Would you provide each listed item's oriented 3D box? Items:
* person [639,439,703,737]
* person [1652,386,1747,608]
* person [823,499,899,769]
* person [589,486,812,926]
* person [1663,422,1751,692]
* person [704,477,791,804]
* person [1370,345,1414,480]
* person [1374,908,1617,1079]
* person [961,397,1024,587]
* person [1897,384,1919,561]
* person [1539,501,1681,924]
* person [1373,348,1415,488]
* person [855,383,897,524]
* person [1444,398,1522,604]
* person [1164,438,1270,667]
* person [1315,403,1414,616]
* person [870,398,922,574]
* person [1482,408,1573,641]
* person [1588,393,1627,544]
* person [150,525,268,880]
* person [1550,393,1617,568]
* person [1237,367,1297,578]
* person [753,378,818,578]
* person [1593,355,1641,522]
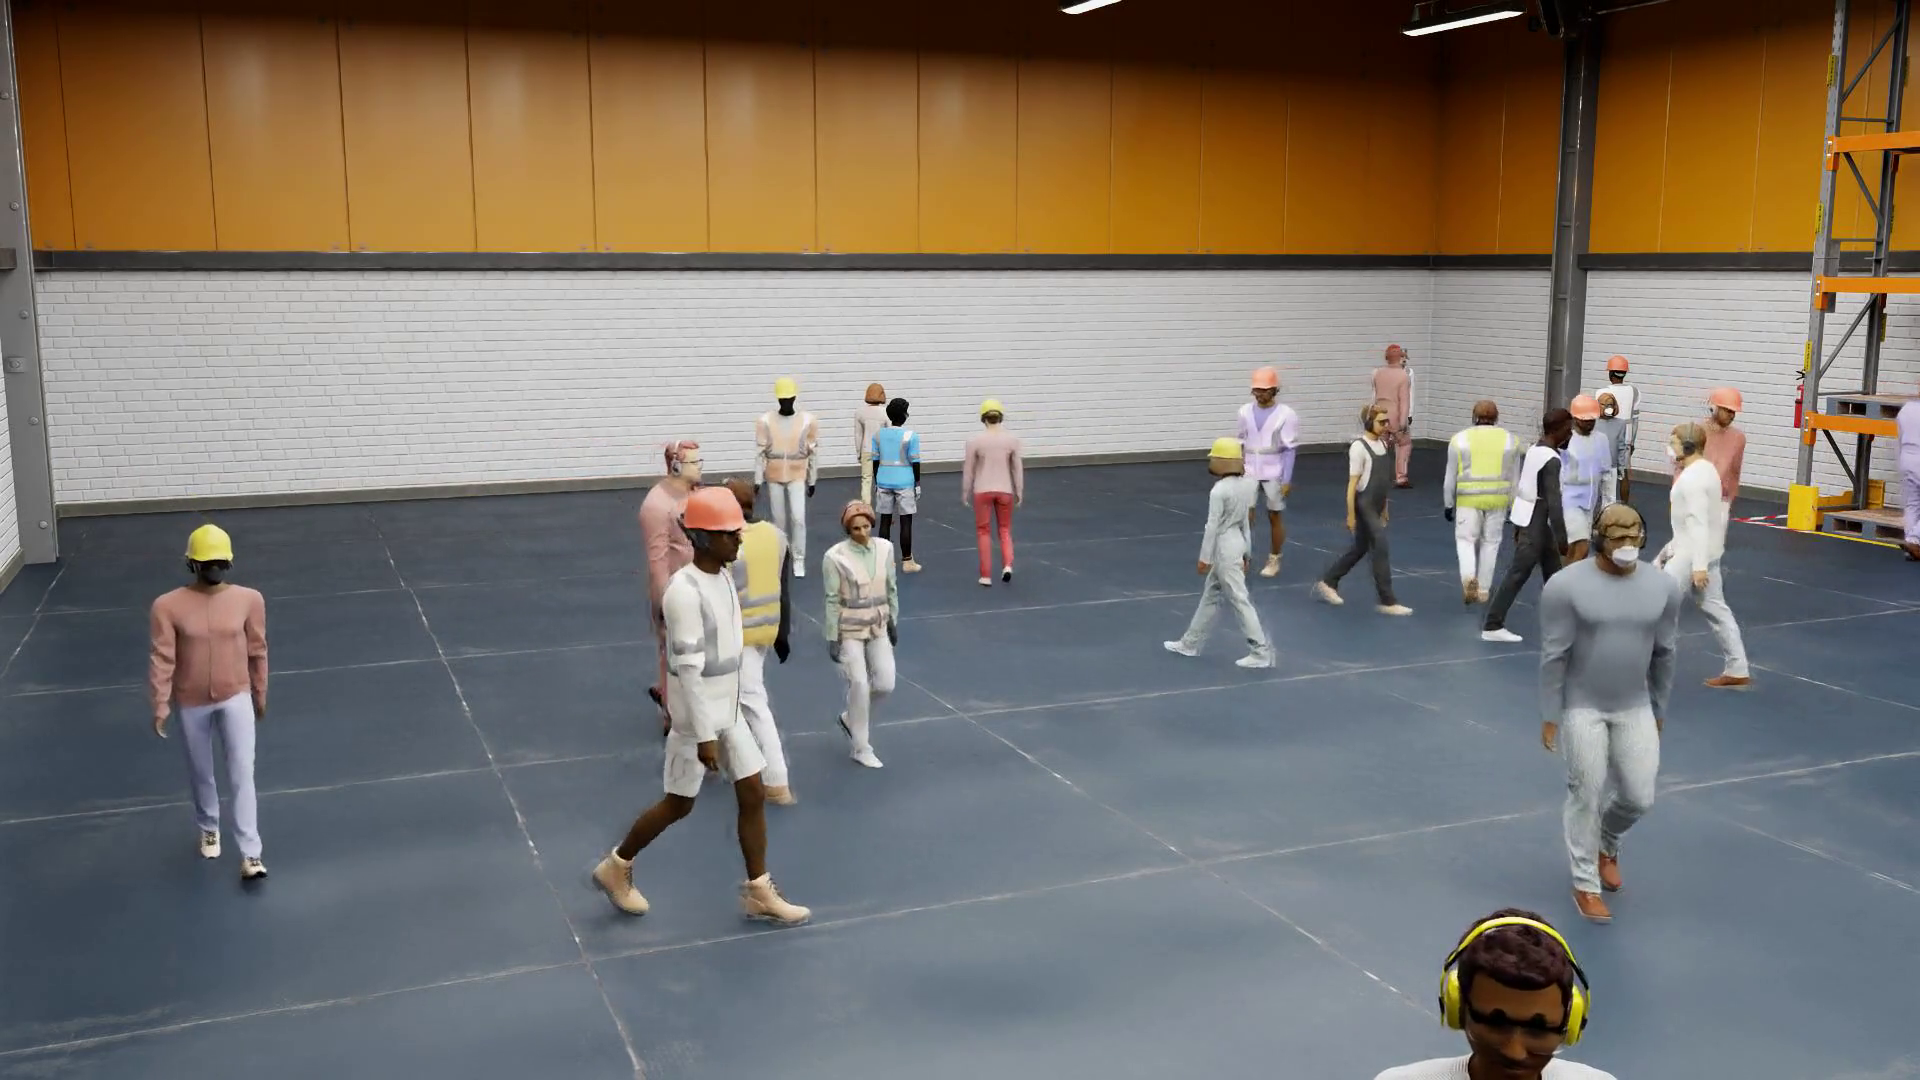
[{"bbox_3d":[-1.753,0.312,10.387,0.468,1.898,0.641,4,10,22],"label":"person"},{"bbox_3d":[6.395,-0.376,14.407,0.638,1.960,0.795,-1,9,-5],"label":"person"},{"bbox_3d":[-0.607,0.546,9.837,0.531,1.618,0.441,-8,12,-39],"label":"person"},{"bbox_3d":[-1.201,0.748,7.444,0.979,2.010,0.612,3,10,16],"label":"person"},{"bbox_3d":[5.071,0.114,11.632,1.041,1.877,0.667,6,11,32],"label":"person"},{"bbox_3d":[-1.297,0.544,9.300,0.991,1.785,0.631,6,11,33],"label":"person"},{"bbox_3d":[5.936,-1.743,22.879,0.582,1.882,0.337,2,10,9],"label":"person"},{"bbox_3d":[0.946,1.548,2.993,0.532,1.864,0.312,0,9,-3],"label":"person"},{"bbox_3d":[0.298,-0.441,15.400,0.558,1.750,0.384,-2,10,-14],"label":"person"},{"bbox_3d":[9.610,-0.710,16.560,0.436,1.895,0.673,-1,9,-9],"label":"person"},{"bbox_3d":[2.927,0.765,7.568,0.633,1.920,0.483,0,9,2],"label":"person"},{"bbox_3d":[5.779,-1.604,22.061,0.707,1.881,0.678,-6,11,-32],"label":"person"},{"bbox_3d":[-0.952,-0.981,19.036,0.522,1.627,0.376,3,10,18],"label":"person"},{"bbox_3d":[4.534,-0.315,14.441,0.635,1.821,0.702,2,10,10],"label":"person"},{"bbox_3d":[1.946,0.086,12.358,0.892,1.689,0.501,6,11,31],"label":"person"},{"bbox_3d":[3.465,-0.281,14.262,0.916,1.812,0.523,7,12,38],"label":"person"},{"bbox_3d":[-0.607,-0.525,16.062,0.540,1.695,0.317,5,11,27],"label":"person"},{"bbox_3d":[4.611,-0.104,13.023,1.024,1.854,0.624,1,9,9],"label":"person"},{"bbox_3d":[6.830,-0.758,17.698,0.494,1.624,0.279,-1,9,-6],"label":"person"},{"bbox_3d":[-3.628,0.780,8.082,0.539,1.719,0.899,-5,11,-29],"label":"person"},{"bbox_3d":[5.264,-0.285,13.972,0.567,1.899,0.756,-5,10,-27],"label":"person"},{"bbox_3d":[2.794,-0.598,15.545,0.628,2.005,0.946,7,11,35],"label":"person"},{"bbox_3d":[-1.658,-0.586,15.814,0.605,1.904,0.686,0,9,-2],"label":"person"},{"bbox_3d":[7.508,-1.148,19.110,0.545,1.938,0.357,-2,10,-10],"label":"person"}]
